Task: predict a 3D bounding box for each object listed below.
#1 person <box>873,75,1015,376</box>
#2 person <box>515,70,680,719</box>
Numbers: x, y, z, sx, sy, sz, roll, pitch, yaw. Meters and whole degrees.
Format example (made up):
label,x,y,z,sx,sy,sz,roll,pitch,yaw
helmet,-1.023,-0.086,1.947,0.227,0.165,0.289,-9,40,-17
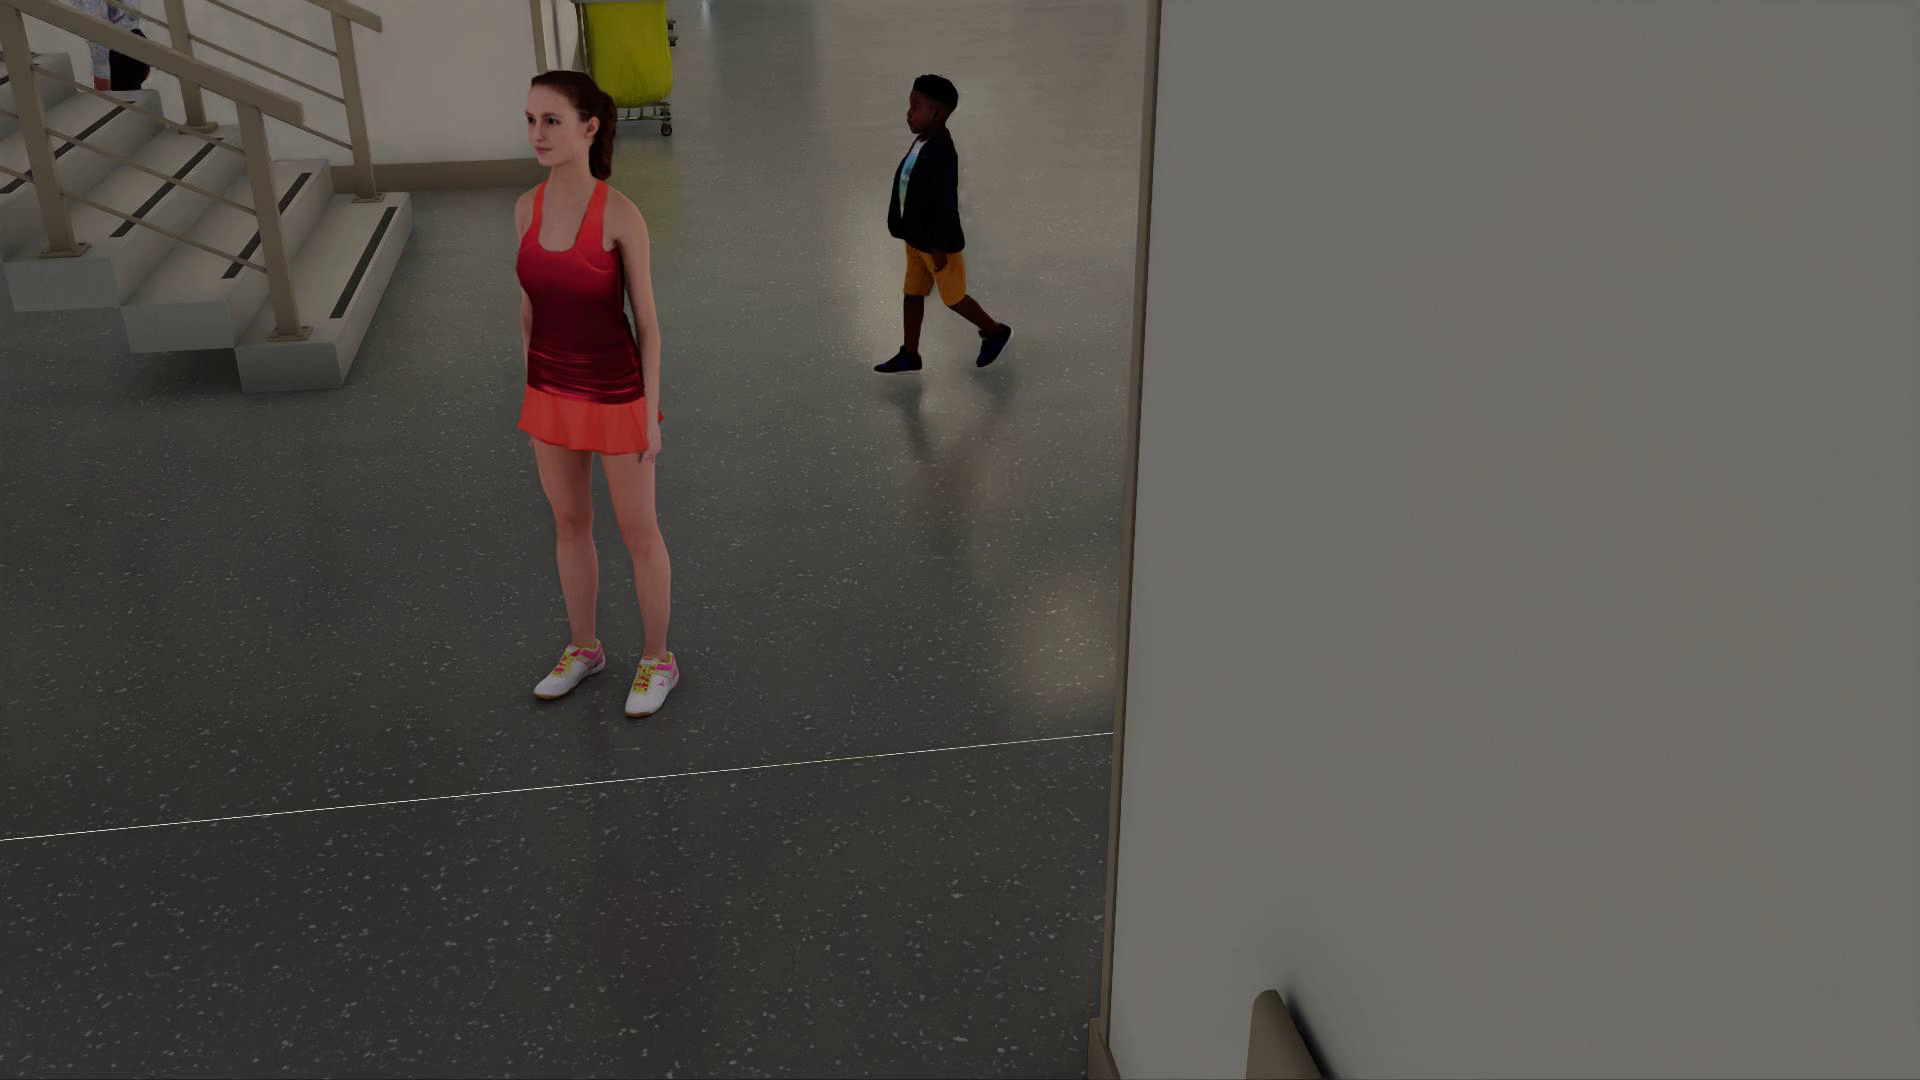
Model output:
label,x,y,z,sx,sy,sz,roll,pitch,yaw
person,-0.043,-1.280,6.903,0.894,1.253,0.643,-10,28,-20
person,-0.976,-0.367,4.433,0.628,1.753,0.718,9,27,18
